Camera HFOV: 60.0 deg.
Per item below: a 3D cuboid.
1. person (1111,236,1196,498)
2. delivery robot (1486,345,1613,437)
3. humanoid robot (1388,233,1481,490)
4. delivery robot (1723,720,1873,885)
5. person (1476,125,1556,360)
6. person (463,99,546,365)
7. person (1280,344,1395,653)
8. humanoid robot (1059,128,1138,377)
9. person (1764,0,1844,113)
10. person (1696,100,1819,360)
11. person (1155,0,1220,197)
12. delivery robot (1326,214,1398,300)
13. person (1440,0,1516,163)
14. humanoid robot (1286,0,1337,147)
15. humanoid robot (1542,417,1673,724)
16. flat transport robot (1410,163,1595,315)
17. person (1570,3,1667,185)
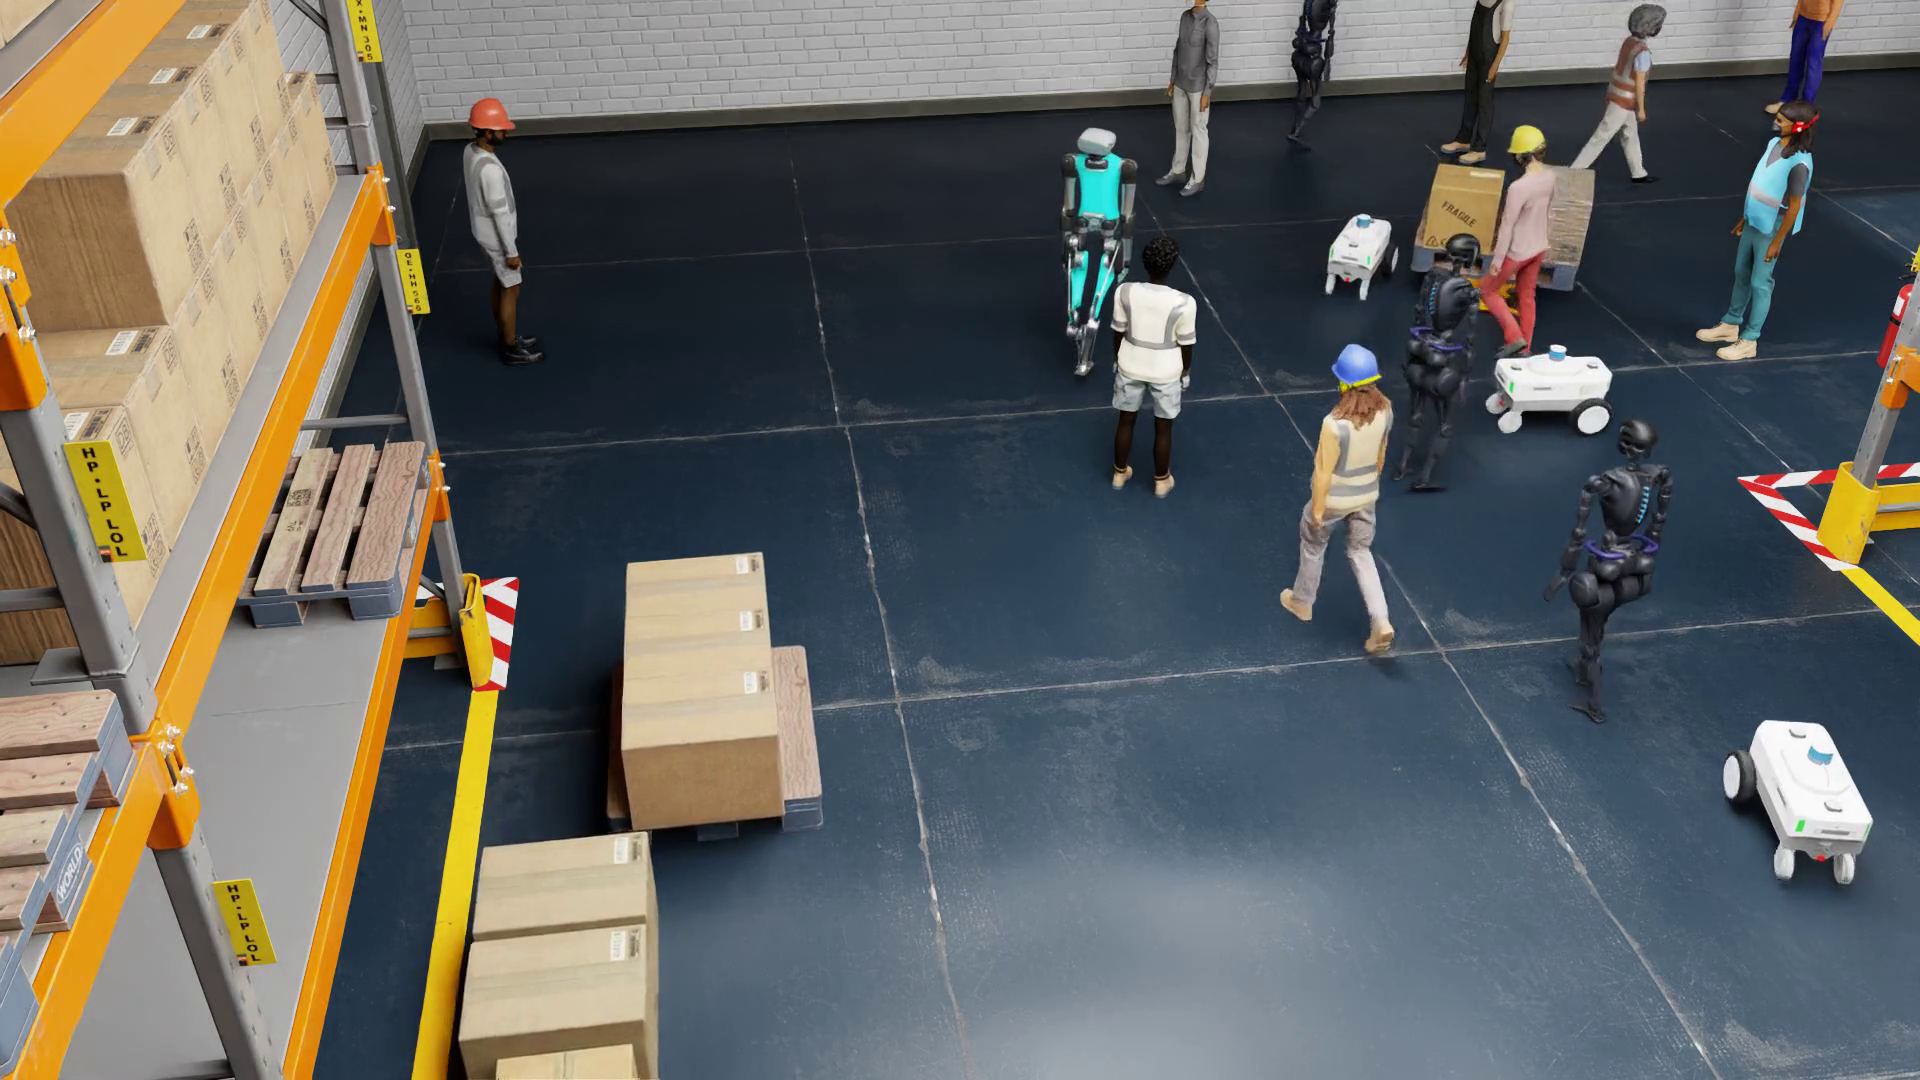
[{"bbox_3d":[1.167,-1.041,10.147,0.532,1.691,0.320,13,35,19],"label":"person"},{"bbox_3d":[3.959,-1.024,11.149,0.774,0.583,0.499,-2,33,-2],"label":"delivery robot"},{"bbox_3d":[2.926,-1.098,10.260,0.378,1.641,0.585,-14,36,-21],"label":"humanoid robot"},{"bbox_3d":[3.951,1.185,7.793,0.499,0.614,0.808,3,33,5],"label":"delivery robot"},{"bbox_3d":[3.897,-2.024,11.610,0.623,1.733,0.432,-26,41,-33],"label":"person"},{"bbox_3d":[-3.195,-2.134,11.613,0.387,1.923,0.550,-17,37,-24],"label":"person"},{"bbox_3d":[2.078,-0.207,8.809,0.474,1.749,0.754,-11,35,-17],"label":"person"},{"bbox_3d":[0.886,-1.892,11.409,0.546,1.767,0.908,11,35,16],"label":"humanoid robot"},{"bbox_3d":[8.244,-5.053,16.042,0.397,1.974,0.516,-10,34,-14],"label":"person"},{"bbox_3d":[5.680,-2.185,11.740,0.391,1.866,0.521,-3,33,-5],"label":"person"},{"bbox_3d":[2.021,-3.951,14.418,0.395,1.899,0.532,-20,38,-27],"label":"person"},{"bbox_3d":[3.140,-2.264,13.062,0.499,0.597,0.790,15,36,21],"label":"delivery robot"},{"bbox_3d":[4.743,-4.361,15.093,0.346,1.846,0.507,-11,35,-16],"label":"person"},{"bbox_3d":[3.253,-4.536,15.523,0.464,1.645,0.612,-11,35,-16],"label":"humanoid robot"},{"bbox_3d":[3.250,0.137,8.369,0.593,1.642,0.523,-10,34,-15],"label":"humanoid robot"},{"bbox_3d":[4.223,-2.168,13.174,0.659,0.231,1.431,11,35,16],"label":"flat transport robot"},{"bbox_3d":[5.805,-3.840,14.480,0.903,1.633,0.432,2,33,3],"label":"person"}]
